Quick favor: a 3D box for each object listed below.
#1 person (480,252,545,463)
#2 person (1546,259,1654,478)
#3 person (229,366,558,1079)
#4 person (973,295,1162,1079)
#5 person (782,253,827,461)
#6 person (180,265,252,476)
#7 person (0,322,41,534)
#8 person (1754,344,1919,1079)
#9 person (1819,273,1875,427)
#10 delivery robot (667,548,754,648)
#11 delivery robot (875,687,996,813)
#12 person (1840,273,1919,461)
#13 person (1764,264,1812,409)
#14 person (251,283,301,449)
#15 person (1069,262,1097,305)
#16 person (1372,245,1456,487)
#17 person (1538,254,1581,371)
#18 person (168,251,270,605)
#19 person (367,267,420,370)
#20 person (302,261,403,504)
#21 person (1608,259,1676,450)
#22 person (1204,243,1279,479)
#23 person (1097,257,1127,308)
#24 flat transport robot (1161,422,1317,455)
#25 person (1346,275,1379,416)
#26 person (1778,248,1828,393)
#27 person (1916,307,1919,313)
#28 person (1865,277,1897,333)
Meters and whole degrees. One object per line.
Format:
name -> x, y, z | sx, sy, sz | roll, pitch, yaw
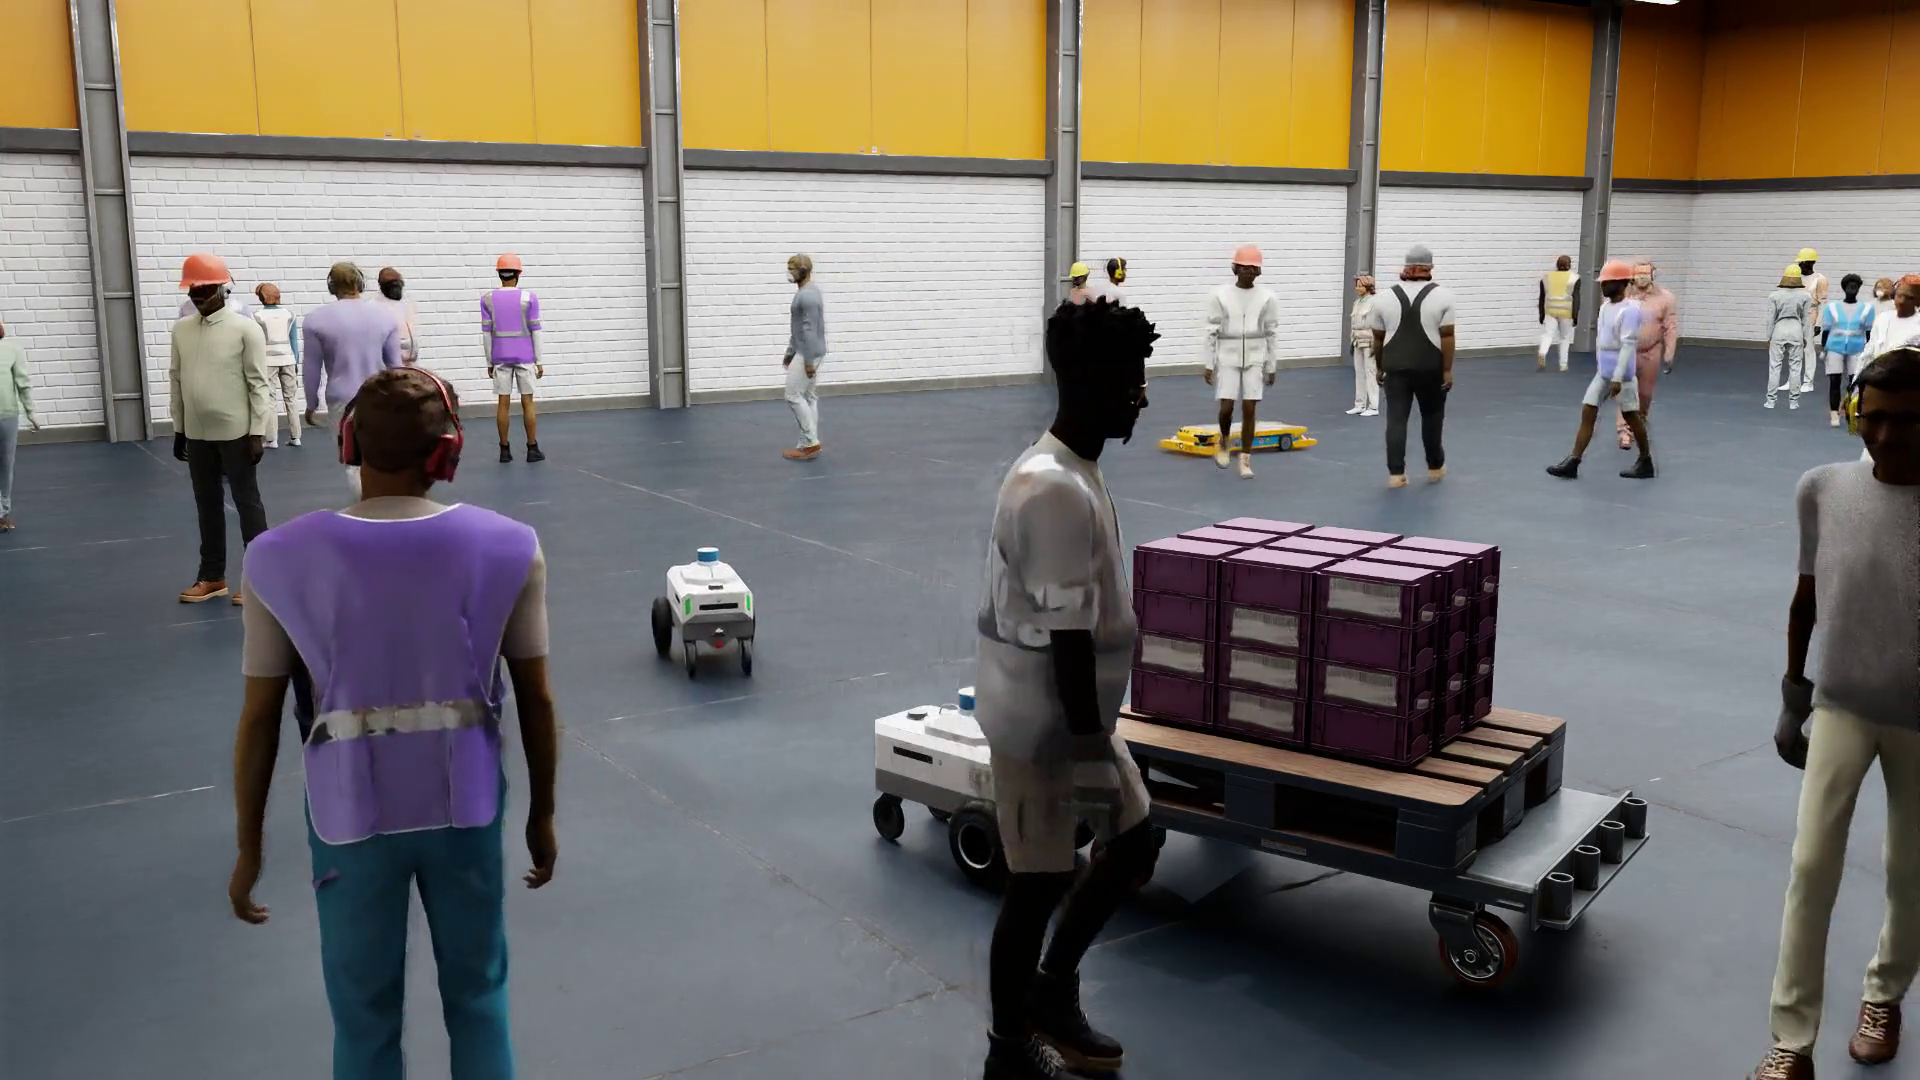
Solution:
person -> -4.116, -1.675, 15.346 | 0.544, 1.936, 0.359 | -1, 10, -3
person -> 5.589, -1.447, 14.240 | 0.986, 1.886, 0.563 | -2, 11, -10
person -> -1.107, 0.576, 3.325 | 0.617, 1.822, 0.436 | -5, 11, -24
person -> 0.258, 0.412, 3.876 | 0.488, 1.943, 0.630 | 2, 11, 13
person -> -1.463, -1.700, 15.493 | 0.445, 1.930, 0.652 | -1, 10, -4
person -> -6.388, -1.473, 14.335 | 0.592, 1.907, 0.733 | -2, 10, -9
person -> -6.726, -0.829, 11.636 | 0.795, 1.600, 0.502 | 10, 14, 43
person -> 2.179, 0.457, 3.955 | 0.540, 1.821, 0.901 | 8, 13, 39
person -> 9.725, -2.083, 18.270 | 0.538, 1.681, 0.485 | 4, 11, 23
delivery robot -> -1.230, 0.282, 8.147 | 0.477, 0.478, 0.707 | -3, 11, -16
delivery robot -> 0.042, 0.742, 5.623 | 0.707, 0.478, 0.477 | 9, 14, 41
person -> 6.893, -1.039, 12.194 | 1.025, 1.822, 0.591 | -1, 10, -5
person -> 10.045, -2.465, 20.201 | 0.488, 1.744, 0.295 | 4, 11, 20
person -> -6.755, -1.714, 16.399 | 0.316, 1.629, 0.508 | 10, 14, 43
person -> 1.503, -2.597, 20.888 | 0.322, 1.761, 0.522 | -7, 12, -33
person -> 3.852, -1.485, 14.016 | 0.707, 2.000, 0.938 | 6, 12, 28
person -> 9.223, -3.494, 25.662 | 0.633, 1.816, 0.817 | 7, 13, 35
person -> -4.202, -0.625, 9.429 | 0.611, 1.994, 0.379 | 2, 11, 13
person -> -5.248, -1.629, 15.468 | 0.457, 1.803, 0.657 | 6, 12, 29
person -> -4.155, -0.931, 11.334 | 0.628, 1.906, 0.846 | -8, 13, -37
person -> 6.773, -1.868, 16.592 | 0.653, 1.871, 0.959 | 4, 11, 19
person -> 2.431, -1.544, 14.379 | 0.628, 2.024, 0.491 | 0, 10, 0
person -> 1.777, -2.209, 18.547 | 0.742, 1.834, 0.554 | -5, 11, -23
flat transport robot -> 2.728, -1.006, 16.243 | 1.431, 0.197, 0.652 | -6, 12, -30
person -> 4.723, -2.260, 19.389 | 0.311, 1.633, 0.519 | -3, 11, -18
person -> 11.302, -2.939, 22.293 | 0.373, 1.925, 0.595 | -3, 11, -17
person -> 10.879, -2.224, 18.357 | 0.628, 1.935, 0.373 | 8, 13, 36
person -> 11.332, -2.427, 20.415 | 0.843, 1.591, 0.512 | -6, 12, -30
